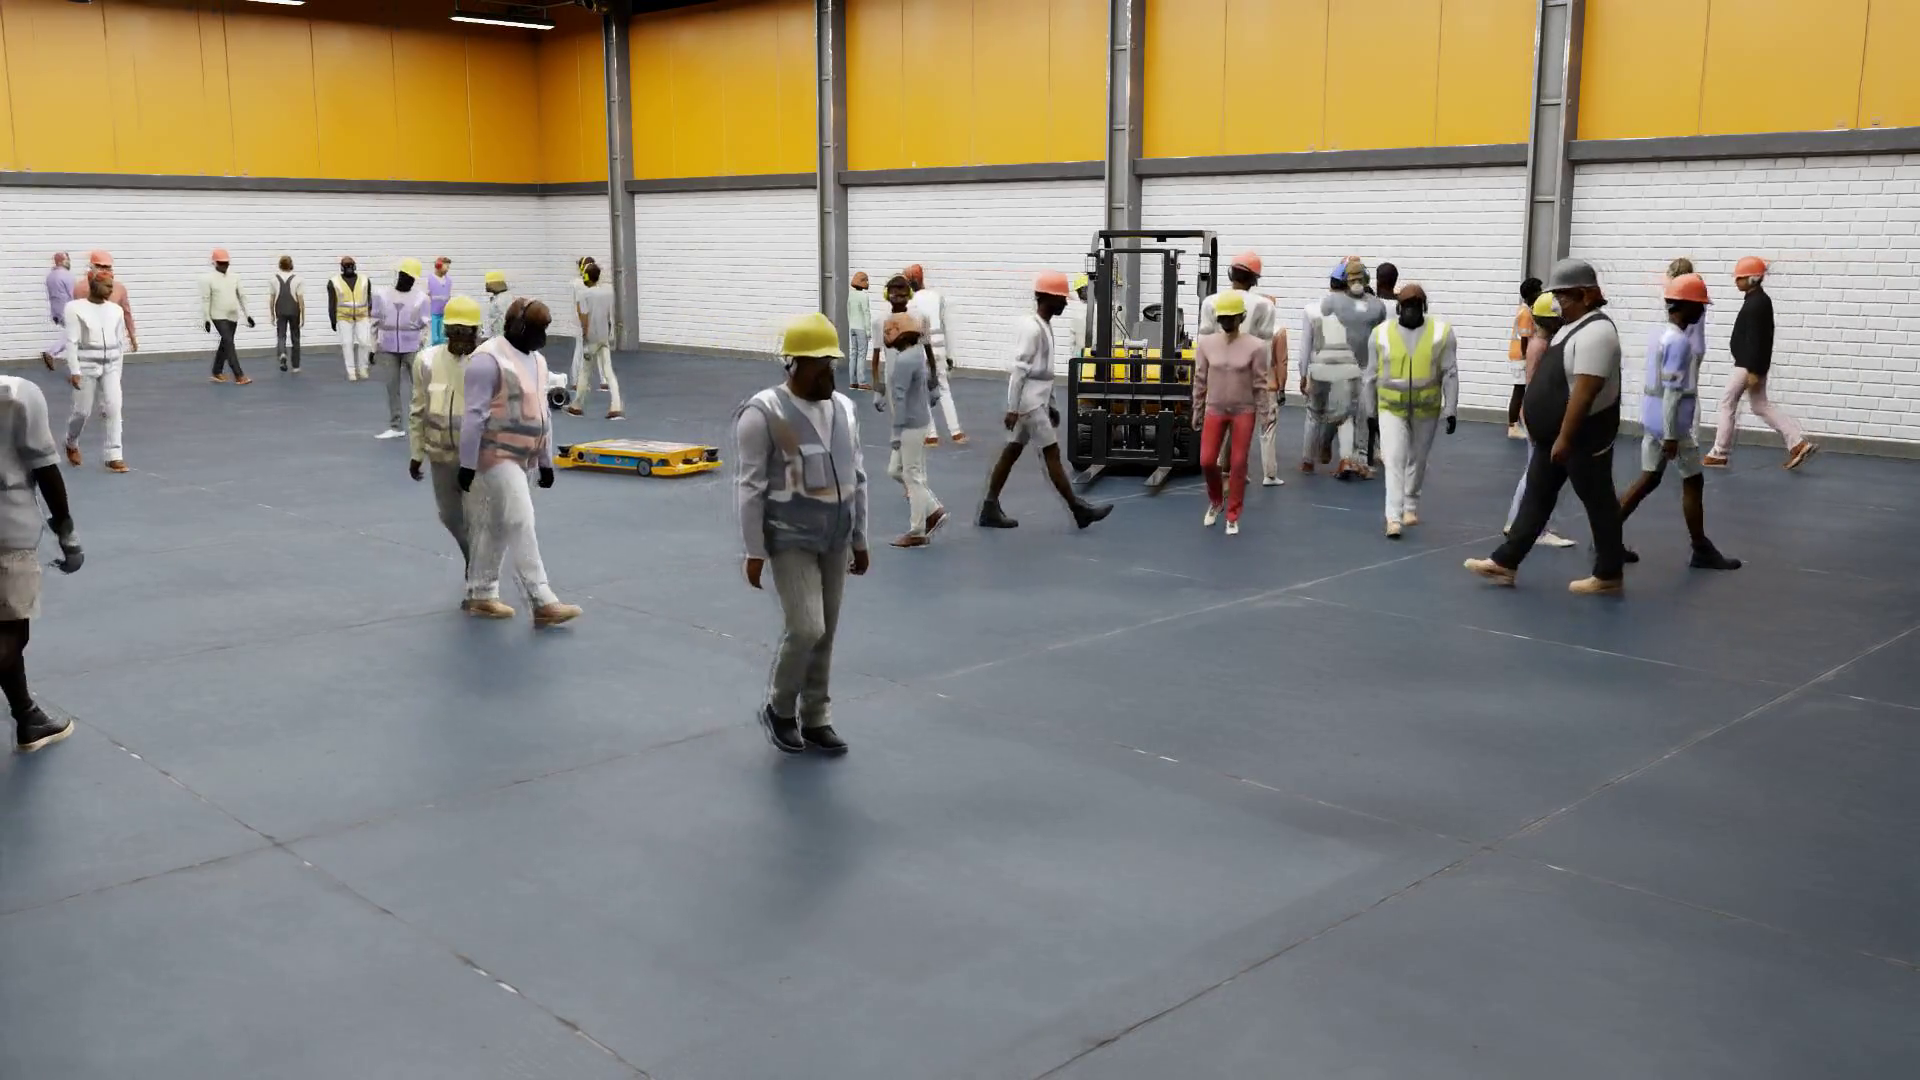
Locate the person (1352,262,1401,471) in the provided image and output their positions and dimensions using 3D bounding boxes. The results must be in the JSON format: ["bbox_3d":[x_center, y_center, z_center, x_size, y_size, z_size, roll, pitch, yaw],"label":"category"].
[{"bbox_3d":[3.822,-1.517,14.823,0.595,1.900,0.818,-2,11,-13],"label":"person"}]

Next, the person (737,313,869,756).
[{"bbox_3d":[-0.608,-0.008,6.775,0.426,1.821,0.617,10,14,42],"label":"person"}]

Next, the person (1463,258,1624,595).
[{"bbox_3d":[3.532,-0.682,9.860,0.971,2.000,0.705,1,10,5],"label":"person"}]

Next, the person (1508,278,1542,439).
[{"bbox_3d":[5.950,-1.911,17.530,0.319,1.691,0.536,4,11,21],"label":"person"}]

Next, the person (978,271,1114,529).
[{"bbox_3d":[0.608,-0.997,12.032,1.031,1.869,0.560,2,11,9],"label":"person"}]

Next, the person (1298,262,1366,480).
[{"bbox_3d":[3.267,-1.477,14.591,0.608,1.905,0.705,2,11,11],"label":"person"}]

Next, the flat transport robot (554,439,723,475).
[{"bbox_3d":[-2.931,-0.765,15.145,1.431,0.197,0.652,6,12,28],"label":"flat transport robot"}]

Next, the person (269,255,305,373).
[{"bbox_3d":[-10.347,-3.463,25.586,0.523,1.833,0.573,-3,11,-15],"label":"person"}]

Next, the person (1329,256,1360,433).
[{"bbox_3d":[4.212,-2.117,18.055,0.410,1.909,0.643,4,11,23],"label":"person"}]

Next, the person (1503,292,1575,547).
[{"bbox_3d":[4.062,-0.822,11.502,0.535,1.771,0.560,5,12,26],"label":"person"}]

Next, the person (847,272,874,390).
[{"bbox_3d":[-1.377,-2.891,23.019,0.274,1.632,0.507,-7,12,-33],"label":"person"}]

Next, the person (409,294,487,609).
[{"bbox_3d":[-2.891,-0.542,9.758,0.597,1.804,0.802,0,10,1],"label":"person"}]

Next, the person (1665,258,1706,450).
[{"bbox_3d":[7.037,-1.780,16.232,0.635,1.917,0.433,-10,15,-44],"label":"person"}]

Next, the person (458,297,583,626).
[{"bbox_3d":[-2.388,-0.424,9.157,0.875,1.789,0.680,3,11,14],"label":"person"}]

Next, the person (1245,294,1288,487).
[{"bbox_3d":[2.543,-1.272,14.185,0.515,1.636,0.315,7,13,34],"label":"person"}]

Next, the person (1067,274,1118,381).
[{"bbox_3d":[1.514,-2.008,17.987,0.730,1.722,0.332,4,11,20],"label":"person"}]

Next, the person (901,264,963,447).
[{"bbox_3d":[-0.313,-1.859,16.822,0.718,1.845,0.366,-6,12,-30],"label":"person"}]

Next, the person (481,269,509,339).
[{"bbox_3d":[-5.540,-2.379,19.987,0.398,1.731,0.489,-3,11,-18],"label":"person"}]

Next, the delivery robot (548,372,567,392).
[{"bbox_3d":[-5.210,-1.935,20.492,0.707,0.478,0.477,-3,11,-17],"label":"delivery robot"}]

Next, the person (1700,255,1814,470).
[{"bbox_3d":[7.264,-1.596,15.094,0.936,1.960,0.624,7,13,35],"label":"person"}]

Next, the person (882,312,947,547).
[{"bbox_3d":[-0.338,-0.753,11.417,0.402,1.606,0.587,1,10,3],"label":"person"}]

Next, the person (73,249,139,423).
[{"bbox_3d":[-9.622,-2.295,18.841,0.817,1.963,0.646,7,12,32],"label":"person"}]

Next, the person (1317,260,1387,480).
[{"bbox_3d":[3.413,-1.498,14.647,0.665,1.917,0.637,-3,11,-13],"label":"person"}]

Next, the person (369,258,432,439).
[{"bbox_3d":[-5.864,-2.000,17.490,0.688,1.886,0.374,-2,11,-9],"label":"person"}]

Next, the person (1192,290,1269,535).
[{"bbox_3d":[1.918,-0.897,11.840,0.547,1.745,0.371,3,11,18],"label":"person"}]

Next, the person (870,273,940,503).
[{"bbox_3d":[-0.444,-1.215,13.343,0.541,1.823,0.788,1,10,5],"label":"person"}]

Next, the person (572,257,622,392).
[{"bbox_3d":[-4.967,-2.901,22.512,0.850,1.832,0.536,4,11,19],"label":"person"}]

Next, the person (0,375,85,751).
[{"bbox_3d":[-3.884,-0.017,6.550,0.614,1.932,0.914,1,10,5],"label":"person"}]

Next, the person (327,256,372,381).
[{"bbox_3d":[-8.904,-3.234,24.365,0.650,1.822,0.519,-6,12,-28],"label":"person"}]

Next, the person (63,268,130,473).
[{"bbox_3d":[-7.880,-1.547,15.121,0.892,1.848,0.599,8,13,36],"label":"person"}]

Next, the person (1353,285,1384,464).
[{"bbox_3d":[3.805,-1.569,15.690,0.592,1.661,0.660,-4,11,-20],"label":"person"}]

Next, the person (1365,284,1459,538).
[{"bbox_3d":[3.245,-0.936,11.975,0.641,1.790,0.981,2,11,13],"label":"person"}]

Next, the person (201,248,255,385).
[{"bbox_3d":[-10.585,-3.216,23.965,1.020,1.950,0.621,6,12,28],"label":"person"}]

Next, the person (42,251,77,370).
[{"bbox_3d":[-14.036,-3.569,26.031,0.650,1.883,0.749,8,13,38],"label":"person"}]

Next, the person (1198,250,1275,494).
[{"bbox_3d":[2.238,-1.349,13.594,0.622,2.009,0.603,3,11,16],"label":"person"}]

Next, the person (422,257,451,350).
[{"bbox_3d":[-8.034,-3.424,25.511,0.538,1.807,0.603,4,11,23],"label":"person"}]

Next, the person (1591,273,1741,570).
[{"bbox_3d":[4.566,-0.760,10.700,0.899,1.898,0.557,2,11,10],"label":"person"}]

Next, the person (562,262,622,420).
[{"bbox_3d":[-4.260,-2.310,19.359,0.995,1.813,0.536,8,13,37],"label":"person"}]

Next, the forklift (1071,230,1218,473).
[{"bbox_3d":[1.804,-1.825,15.677,1.214,2.155,2.313,2,11,13],"label":"forklift"}]
